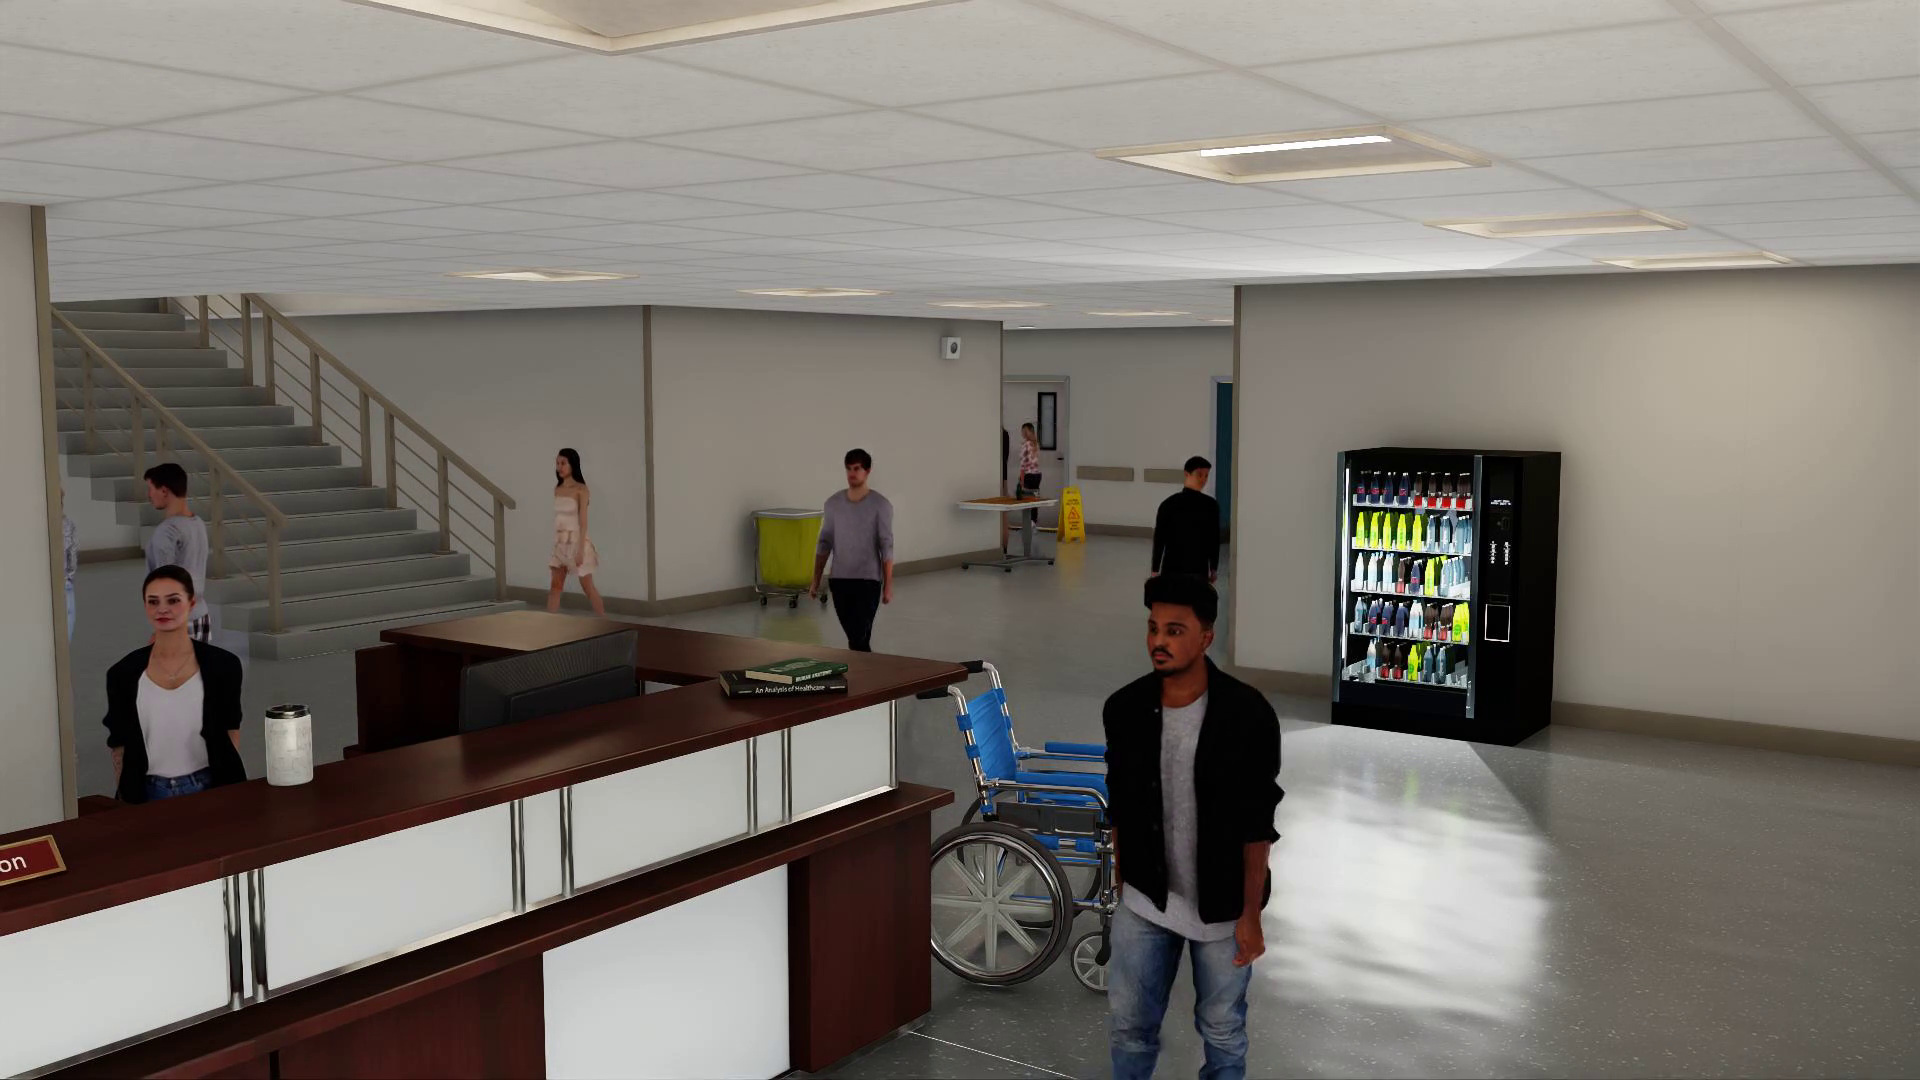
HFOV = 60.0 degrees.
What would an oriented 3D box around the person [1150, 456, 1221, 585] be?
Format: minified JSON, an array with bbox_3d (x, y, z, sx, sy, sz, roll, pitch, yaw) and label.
[{"bbox_3d":[1.749,0.216,12.948,1.151,1.673,1.080,1,6,7],"label":"person"}]

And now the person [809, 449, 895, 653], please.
[{"bbox_3d":[-0.671,0.302,11.435,1.085,1.805,0.834,3,6,26],"label":"person"}]

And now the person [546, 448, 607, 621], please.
[{"bbox_3d":[-3.140,0.120,13.863,0.969,1.680,0.643,4,7,35],"label":"person"}]

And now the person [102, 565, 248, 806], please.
[{"bbox_3d":[-2.760,0.921,5.881,0.719,1.684,0.745,-2,6,-20],"label":"person"}]

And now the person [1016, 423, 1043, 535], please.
[{"bbox_3d":[1.084,-0.874,24.097,0.642,1.610,0.642,4,7,38],"label":"person"}]

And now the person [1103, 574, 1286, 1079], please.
[{"bbox_3d":[0.712,0.976,4.828,0.865,1.786,0.857,2,6,22],"label":"person"}]

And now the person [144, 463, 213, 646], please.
[{"bbox_3d":[-4.421,0.480,9.455,0.732,1.846,0.706,0,6,-1],"label":"person"}]
